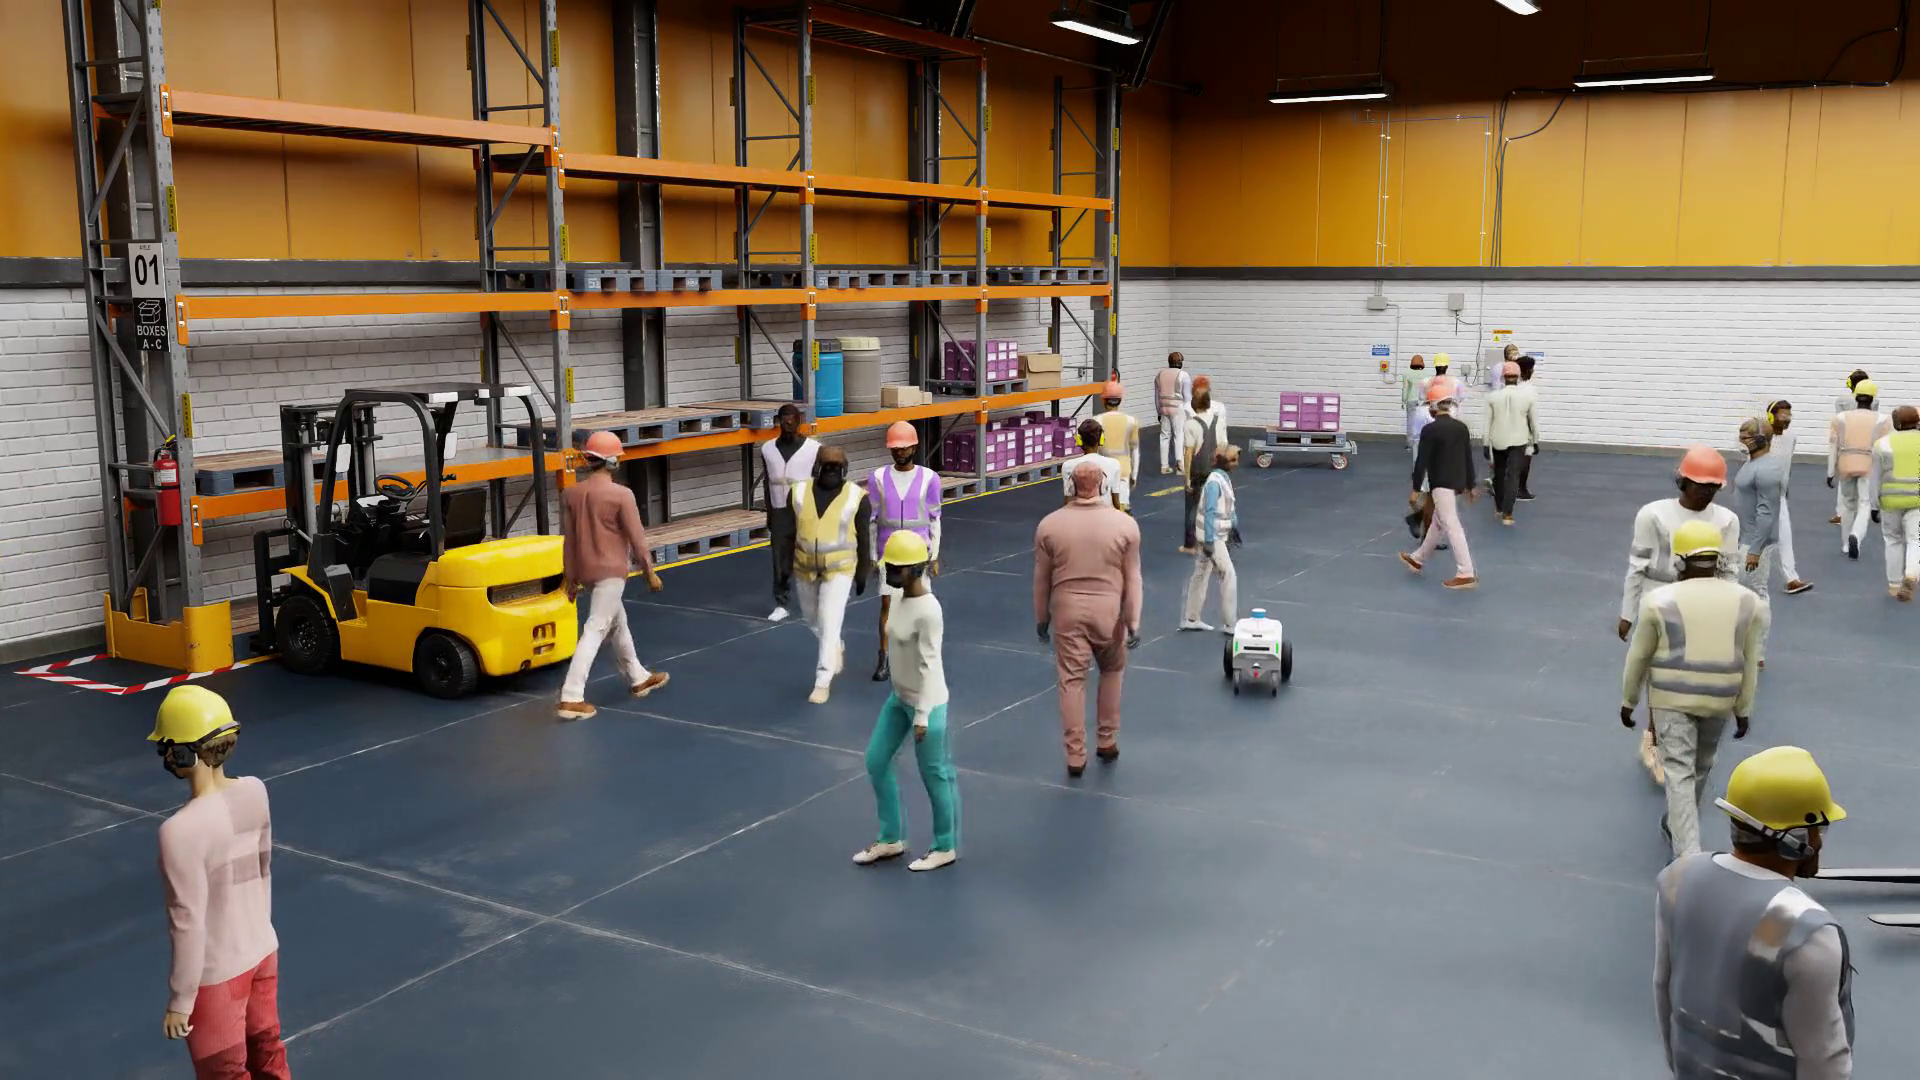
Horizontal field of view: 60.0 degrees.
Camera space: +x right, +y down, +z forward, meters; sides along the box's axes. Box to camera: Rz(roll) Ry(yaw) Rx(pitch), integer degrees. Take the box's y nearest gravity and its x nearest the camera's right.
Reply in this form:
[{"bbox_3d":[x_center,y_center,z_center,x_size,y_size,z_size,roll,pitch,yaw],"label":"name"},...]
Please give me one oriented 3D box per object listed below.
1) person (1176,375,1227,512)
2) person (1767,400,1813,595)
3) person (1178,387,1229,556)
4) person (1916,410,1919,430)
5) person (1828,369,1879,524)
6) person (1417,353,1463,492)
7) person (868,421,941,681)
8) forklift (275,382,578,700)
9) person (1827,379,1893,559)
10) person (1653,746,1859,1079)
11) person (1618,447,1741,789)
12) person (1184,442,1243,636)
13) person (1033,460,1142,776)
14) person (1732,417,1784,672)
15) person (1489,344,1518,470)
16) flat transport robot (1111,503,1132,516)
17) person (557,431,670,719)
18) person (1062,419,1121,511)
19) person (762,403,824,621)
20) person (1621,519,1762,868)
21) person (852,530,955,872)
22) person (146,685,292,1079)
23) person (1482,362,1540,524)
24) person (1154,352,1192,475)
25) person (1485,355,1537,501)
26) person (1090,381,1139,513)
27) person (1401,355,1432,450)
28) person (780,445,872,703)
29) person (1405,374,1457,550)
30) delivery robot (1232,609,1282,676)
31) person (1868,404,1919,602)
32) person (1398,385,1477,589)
[{"bbox_3d":[2.797,-0.982,19.260,0.596,1.849,0.872,1,9,5],"label":"person"},{"bbox_3d":[7.694,-0.410,15.714,0.554,1.819,0.995,-2,9,-12],"label":"person"},{"bbox_3d":[2.585,-0.698,17.529,0.498,1.819,0.757,-3,10,-18],"label":"person"},{"bbox_3d":[11.763,-1.022,20.141,0.528,1.622,0.462,0,9,0],"label":"person"},{"bbox_3d":[10.706,-1.112,19.941,0.521,1.874,0.327,2,9,10],"label":"person"},{"bbox_3d":[6.592,-1.613,22.895,0.588,1.927,0.370,3,9,16],"label":"person"},{"bbox_3d":[-0.411,0.086,12.262,0.547,1.938,0.379,1,9,3],"label":"person"},{"bbox_3d":[-3.974,-0.067,12.417,2.313,2.155,1.214,5,11,30],"label":"forklift"},{"bbox_3d":[9.509,-0.750,17.611,0.596,1.904,0.811,6,11,35],"label":"person"},{"bbox_3d":[2.034,1.421,4.250,0.403,1.835,0.586,-3,9,-16],"label":"person"},{"bbox_3d":[4.259,0.457,9.742,0.635,1.999,0.901,0,9,-1],"label":"person"},{"bbox_3d":[2.187,-0.006,13.806,0.688,1.606,0.546,2,9,13],"label":"person"},{"bbox_3d":[0.783,0.452,10.127,0.671,1.879,0.752,2,9,11],"label":"person"},{"bbox_3d":[5.995,0.032,12.600,0.372,1.938,0.630,2,9,15],"label":"person"},{"bbox_3d":[8.363,-2.027,25.447,0.627,1.941,0.374,-6,11,-32],"label":"person"},{"bbox_3d":[1.693,-0.385,20.384,0.652,0.197,1.431,0,9,-2],"label":"flat transport robot"},{"bbox_3d":[-2.431,0.223,11.440,0.611,1.940,1.082,7,12,39],"label":"person"},{"bbox_3d":[1.033,-0.037,13.260,0.517,1.865,0.328,-2,9,-12],"label":"person"},{"bbox_3d":[-1.446,-0.276,14.702,0.602,1.886,0.895,3,9,15],"label":"person"},{"bbox_3d":[3.651,0.782,8.395,0.606,1.782,0.845,0,9,2],"label":"person"},{"bbox_3d":[-0.300,0.816,8.291,0.639,1.742,0.559,-4,10,-25],"label":"person"},{"bbox_3d":[-2.296,1.314,5.133,0.328,1.767,0.531,1,9,5],"label":"person"},{"bbox_3d":[6.698,-1.188,20.216,0.634,1.935,1.041,5,10,28],"label":"person"},{"bbox_3d":[3.210,-1.894,24.917,0.624,1.845,0.430,9,13,43],"label":"person"},{"bbox_3d":[7.316,-1.463,21.905,0.664,1.943,0.623,-4,10,-24],"label":"person"},{"bbox_3d":[1.582,-0.713,17.392,0.567,1.882,1.009,-1,9,-5],"label":"person"},{"bbox_3d":[7.782,-2.342,28.359,0.499,1.633,0.279,1,9,6],"label":"person"},{"bbox_3d":[-0.942,0.204,11.944,0.627,1.807,0.868,2,9,14],"label":"person"},{"bbox_3d":[5.158,-0.866,18.240,0.572,1.924,0.651,-6,11,-31],"label":"person"},{"bbox_3d":[2.176,0.747,12.147,0.477,0.478,0.707,2,9,11],"label":"delivery robot"},{"bbox_3d":[8.680,-0.332,15.261,0.638,1.815,0.813,4,10,26],"label":"person"},{"bbox_3d":[4.643,-0.528,16.134,0.667,1.916,1.112,-7,11,-36],"label":"person"}]
